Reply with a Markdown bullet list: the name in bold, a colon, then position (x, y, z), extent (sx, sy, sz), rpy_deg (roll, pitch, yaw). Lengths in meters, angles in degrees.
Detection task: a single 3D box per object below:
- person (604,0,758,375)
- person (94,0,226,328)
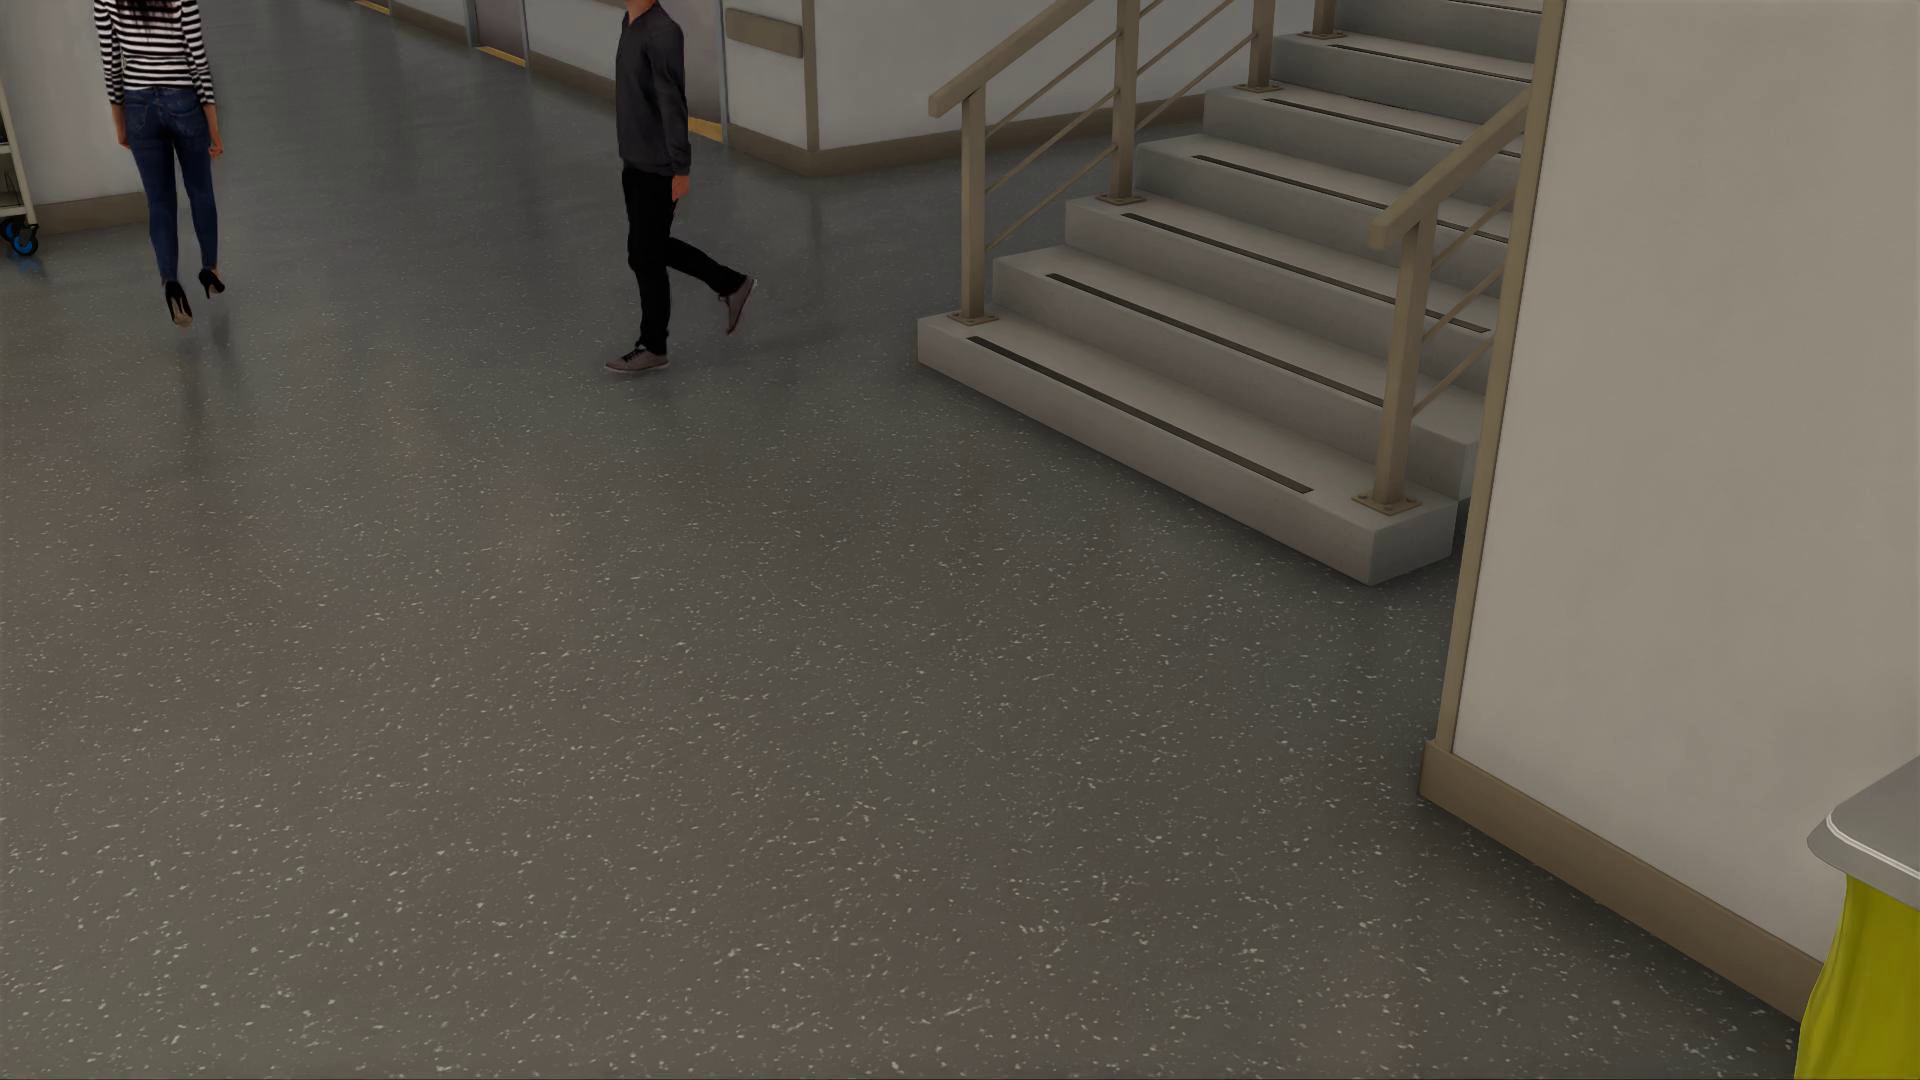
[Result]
- **person**: position (-1.183, -1.556, 6.863), extent (0.975, 1.743, 0.665), rpy_deg (-14, 29, -27)
- **person**: position (-3.503, -1.777, 7.313), extent (1.167, 1.751, 0.916), rpy_deg (-8, 27, -15)
